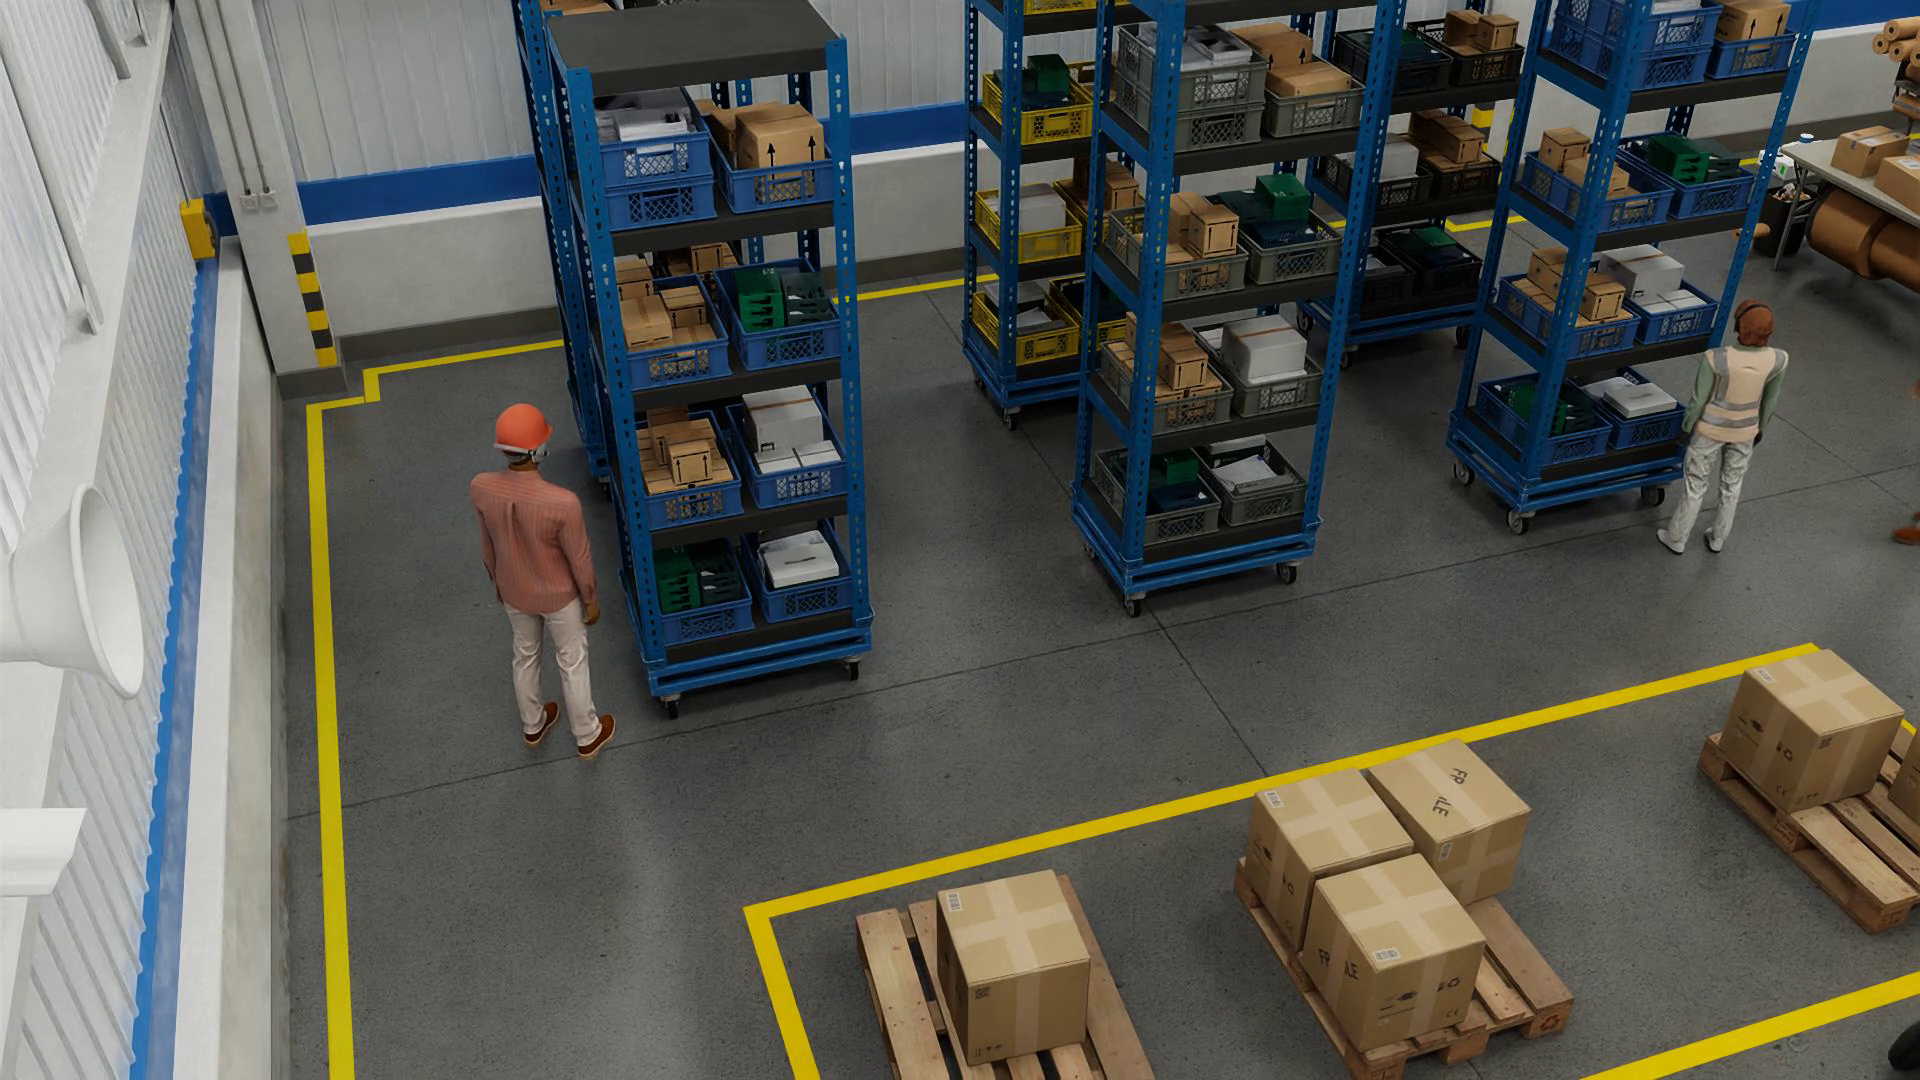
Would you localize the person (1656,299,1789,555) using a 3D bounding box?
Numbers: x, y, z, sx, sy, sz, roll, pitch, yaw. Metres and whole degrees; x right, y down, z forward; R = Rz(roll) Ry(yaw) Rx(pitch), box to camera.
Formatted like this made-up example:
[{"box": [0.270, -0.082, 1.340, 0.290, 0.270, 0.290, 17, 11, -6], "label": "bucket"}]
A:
[{"box": [4.474, -0.639, 9.757, 0.517, 1.639, 0.314, 0, 35, 0], "label": "person"}]

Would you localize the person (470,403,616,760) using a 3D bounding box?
[{"box": [-2.059, 0.217, 8.253, 0.610, 1.985, 0.415, 11, 37, 15], "label": "person"}]

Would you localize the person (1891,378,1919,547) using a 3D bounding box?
[{"box": [6.000, -0.838, 9.820, 0.495, 1.913, 0.633, 3, 35, 5], "label": "person"}]

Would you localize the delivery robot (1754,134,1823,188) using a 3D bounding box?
[{"box": [7.225, -3.253, 14.321, 0.707, 0.478, 0.477, -12, 37, -17], "label": "delivery robot"}]
